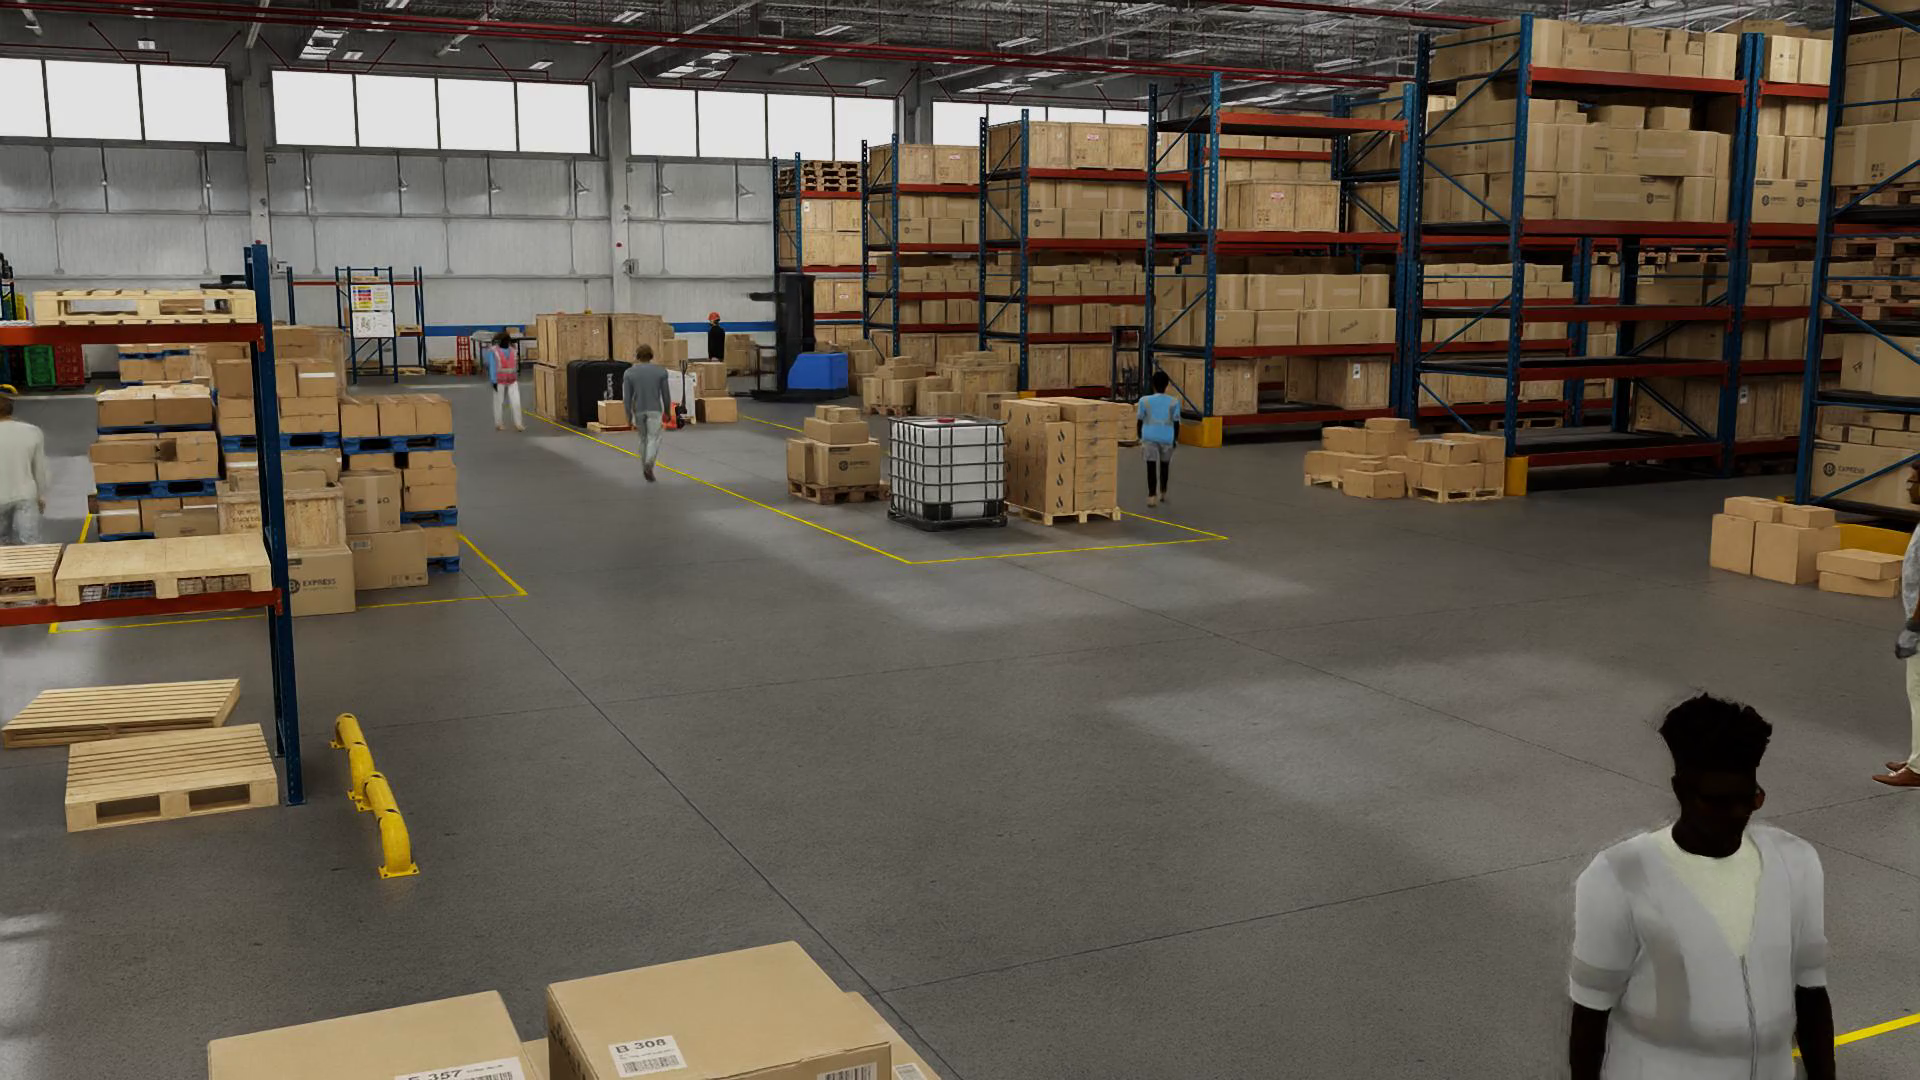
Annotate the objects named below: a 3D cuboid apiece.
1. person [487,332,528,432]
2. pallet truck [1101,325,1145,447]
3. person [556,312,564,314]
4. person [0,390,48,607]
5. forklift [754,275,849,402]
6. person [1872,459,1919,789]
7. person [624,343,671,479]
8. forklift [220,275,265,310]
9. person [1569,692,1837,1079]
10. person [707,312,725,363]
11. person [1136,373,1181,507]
[{"bbox_3d":[-8.160,-2.835,29.993,0.840,1.811,0.633,9,13,44],"label":"person"},{"bbox_3d":[2.881,-2.596,27.923,0.823,1.965,1.885,-1,9,-7],"label":"pallet truck"},{"bbox_3d":[-9.653,-4.555,40.264,0.354,1.939,0.544,0,9,-1],"label":"person"},{"bbox_3d":[-8.071,-0.328,14.148,0.625,1.914,0.890,-7,12,-38],"label":"person"},{"bbox_3d":[-3.530,-4.517,37.113,1.873,2.768,1.129,3,10,20],"label":"forklift"},{"bbox_3d":[5.397,0.464,9.327,0.326,1.874,0.518,9,13,44],"label":"person"},{"bbox_3d":[-4.374,-1.794,23.225,0.634,1.915,0.818,0,9,3],"label":"person"},{"bbox_3d":[-16.234,-4.646,37.910,1.129,2.768,1.873,0,9,2],"label":"forklift"},{"bbox_3d":[1.742,1.300,3.923,0.625,1.939,0.826,-2,9,-11],"label":"person"},{"bbox_3d":[-5.502,-4.124,37.413,0.382,1.995,0.612,3,10,20],"label":"person"},{"bbox_3d":[2.454,-1.245,20.617,0.548,1.646,0.897,0,9,3],"label":"person"}]
